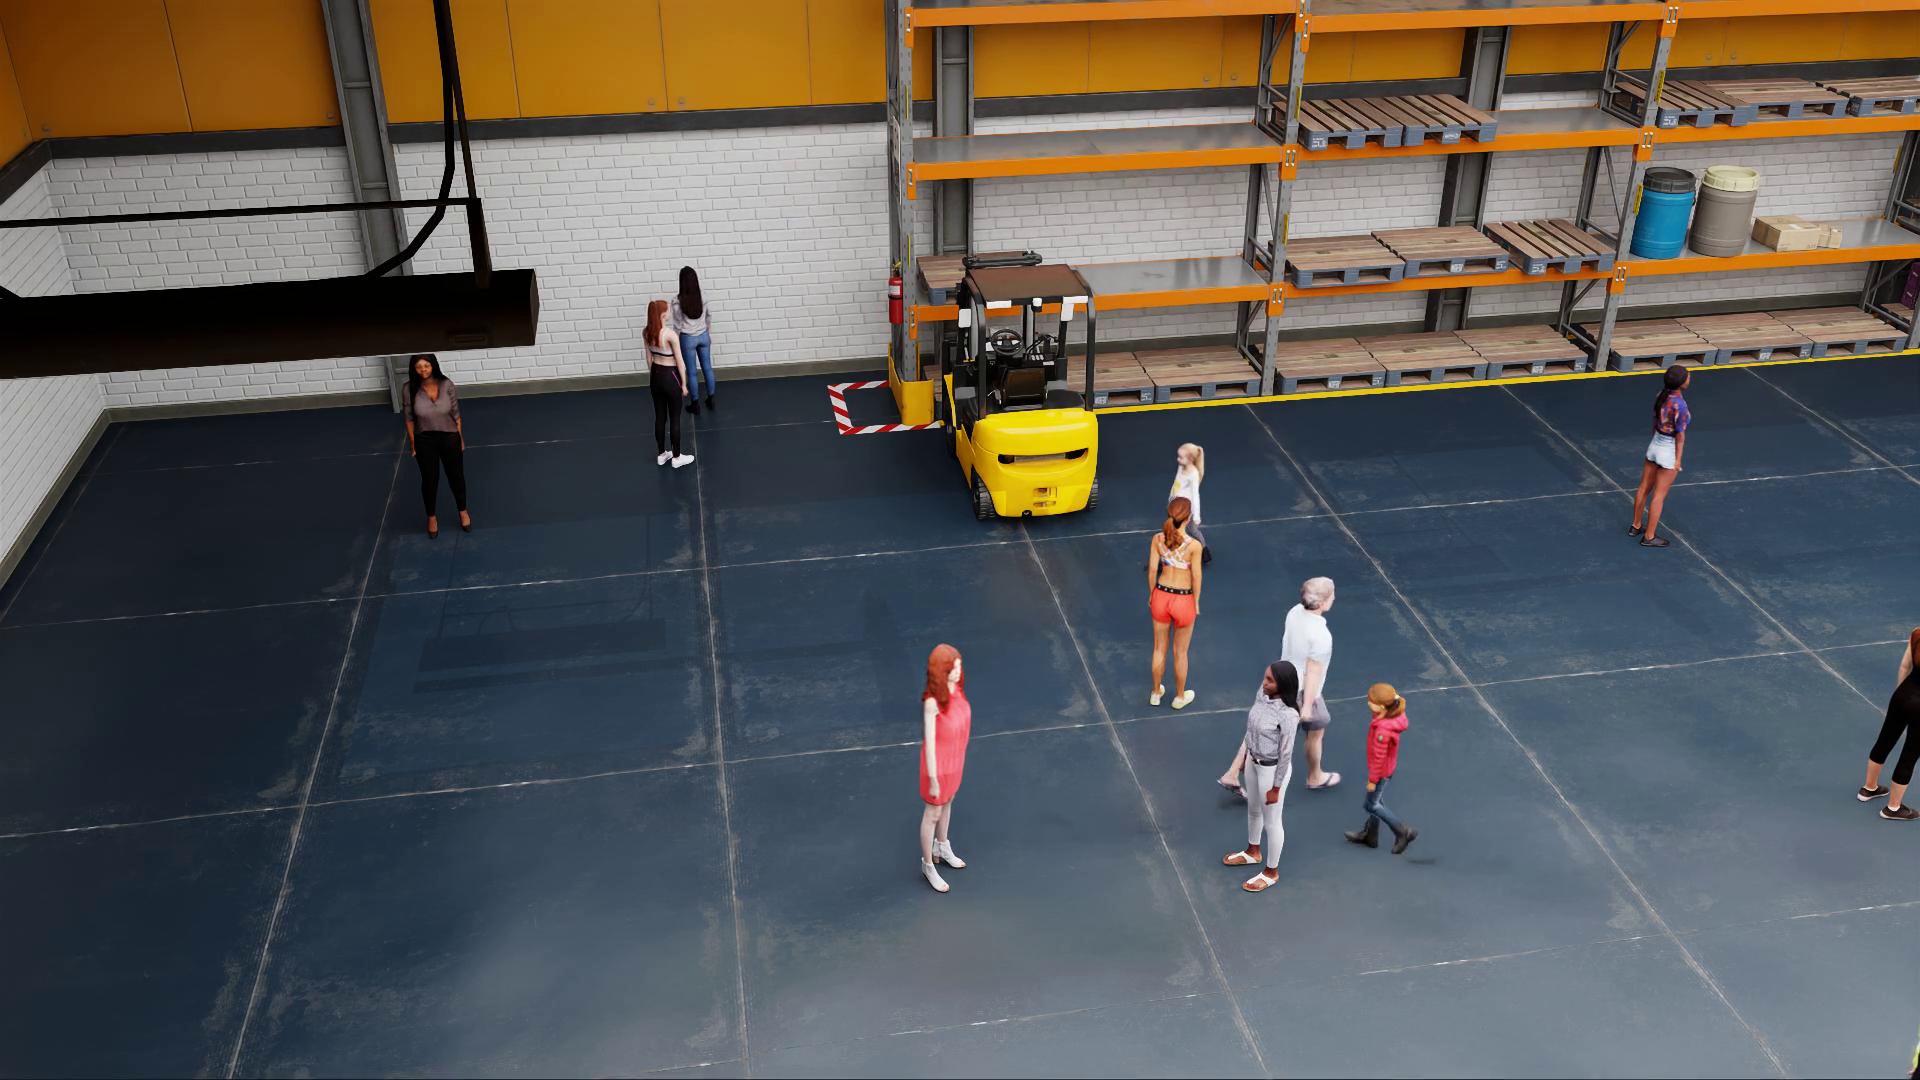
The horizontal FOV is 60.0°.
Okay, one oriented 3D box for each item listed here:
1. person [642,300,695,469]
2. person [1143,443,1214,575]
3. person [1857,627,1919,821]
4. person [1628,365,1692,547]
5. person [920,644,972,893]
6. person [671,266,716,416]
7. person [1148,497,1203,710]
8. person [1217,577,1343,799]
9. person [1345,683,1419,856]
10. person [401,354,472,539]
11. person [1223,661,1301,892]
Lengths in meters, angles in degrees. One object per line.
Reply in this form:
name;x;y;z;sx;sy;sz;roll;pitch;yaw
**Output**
person;-2.942;-1.566;16.589;0.638;1.742;0.718;15;32;26
person;2.069;-0.271;14.731;0.895;1.248;0.510;-5;29;-10
person;6.666;1.156;11.615;0.518;1.726;0.578;-7;29;-12
person;6.403;-0.783;15.153;0.515;1.742;0.588;-6;29;-11
person;-0.113;1.471;10.932;0.700;1.826;0.667;14;32;24
person;-2.827;-2.137;17.749;0.605;1.633;0.736;-20;34;-32
person;1.636;0.489;12.770;0.649;1.791;0.727;13;31;23
person;2.279;1.079;11.684;1.250;1.796;0.799;-11;30;-19
person;2.923;1.572;11.296;0.810;1.302;0.716;10;30;17
person;-4.802;-0.899;15.262;0.621;1.841;0.771;-12;31;-22
person;2.023;1.521;10.947;0.572;1.725;0.622;-10;30;-17
